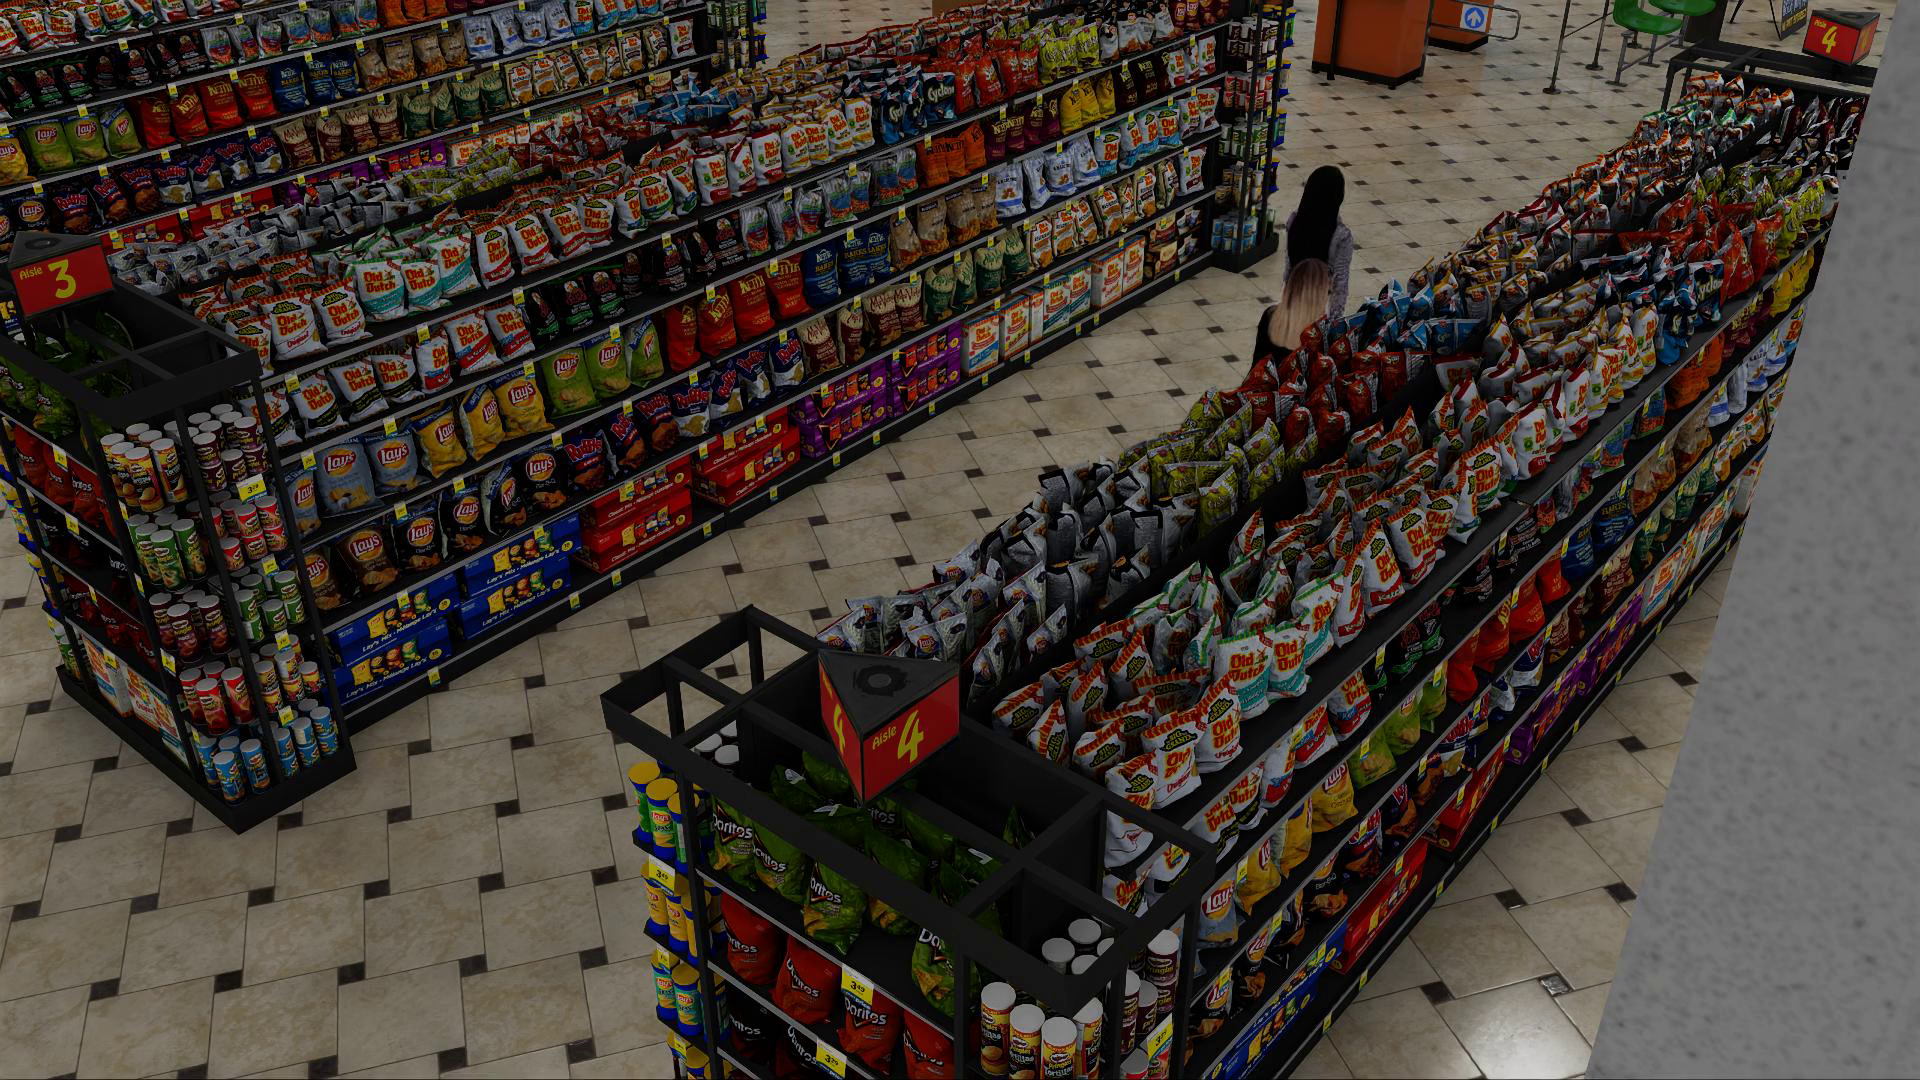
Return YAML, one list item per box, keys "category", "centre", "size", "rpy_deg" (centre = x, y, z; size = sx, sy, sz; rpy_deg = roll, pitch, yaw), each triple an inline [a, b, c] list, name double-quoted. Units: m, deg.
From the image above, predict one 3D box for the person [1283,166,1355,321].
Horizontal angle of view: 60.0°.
- category: "person"
  centre: [1.842, -1.175, 9.022]
  size: [1.096, 1.699, 0.711]
  rpy_deg: [-25, 39, -34]

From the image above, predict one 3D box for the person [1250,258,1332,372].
- category: "person"
  centre: [1.544, -0.503, 8.003]
  size: [0.622, 1.635, 1.136]
  rpy_deg: [24, 39, 33]
